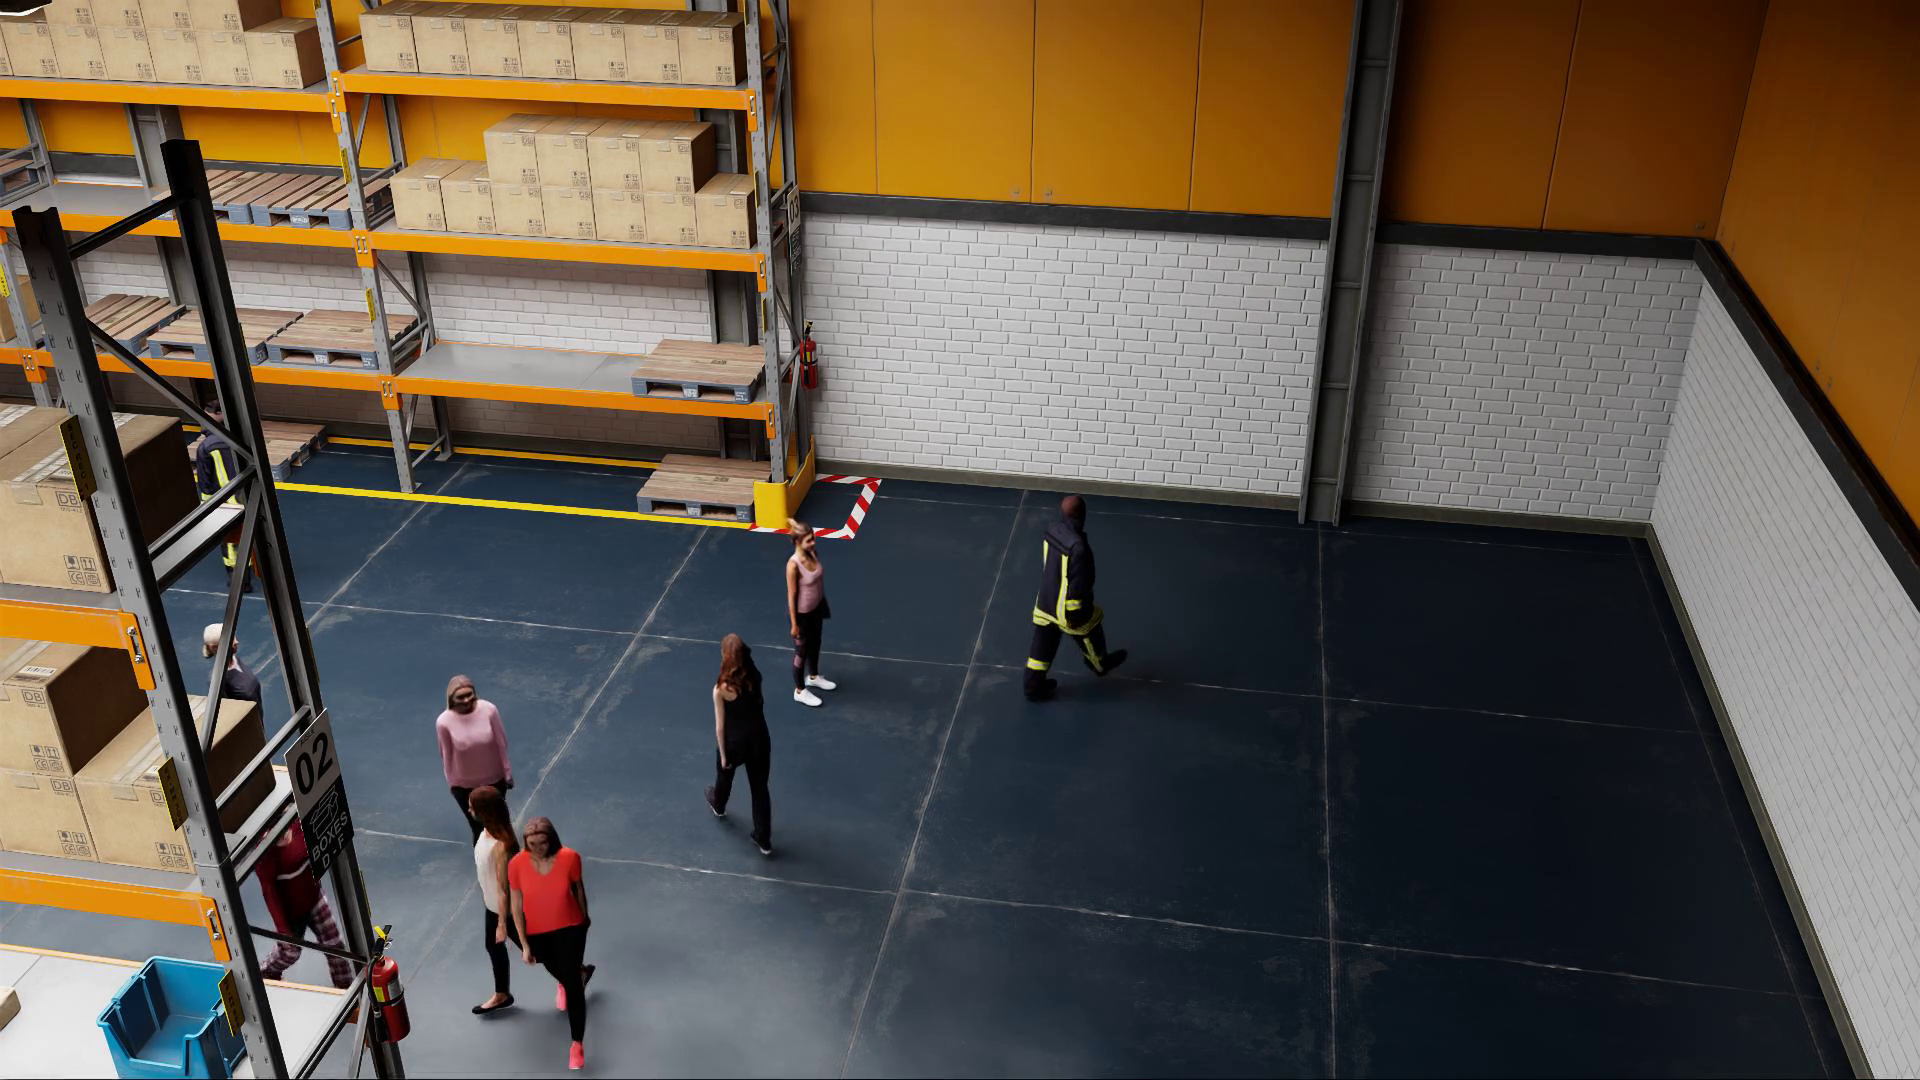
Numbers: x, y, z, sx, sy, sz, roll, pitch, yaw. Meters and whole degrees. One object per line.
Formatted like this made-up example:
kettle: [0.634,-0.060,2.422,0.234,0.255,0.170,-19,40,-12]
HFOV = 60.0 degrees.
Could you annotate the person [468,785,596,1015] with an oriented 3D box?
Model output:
person: [-2.732,2.264,10.412,1.115,1.698,0.977,-15,32,-25]

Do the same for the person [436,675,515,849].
person: [-3.374,1.627,11.619,1.070,1.659,1.067,-15,32,-25]

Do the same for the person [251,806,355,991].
person: [-4.212,2.278,10.423,1.128,1.662,0.790,11,31,20]

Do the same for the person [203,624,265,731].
person: [-5.211,1.352,12.053,0.610,1.727,0.652,-3,29,-5]

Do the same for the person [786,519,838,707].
person: [-1.273,0.563,13.575,0.617,1.653,0.633,13,31,22]

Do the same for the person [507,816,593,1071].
person: [-2.526,2.353,10.309,1.135,1.639,0.874,-4,29,-7]

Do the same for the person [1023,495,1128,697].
person: [0.794,0.496,13.568,1.307,1.778,1.217,-16,33,-27]

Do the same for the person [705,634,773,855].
person: [-1.488,1.479,11.834,1.025,1.713,1.040,-16,32,-27]

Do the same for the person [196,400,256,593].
person: [-6.630,-0.410,15.147,0.794,1.858,0.817,13,31,23]
